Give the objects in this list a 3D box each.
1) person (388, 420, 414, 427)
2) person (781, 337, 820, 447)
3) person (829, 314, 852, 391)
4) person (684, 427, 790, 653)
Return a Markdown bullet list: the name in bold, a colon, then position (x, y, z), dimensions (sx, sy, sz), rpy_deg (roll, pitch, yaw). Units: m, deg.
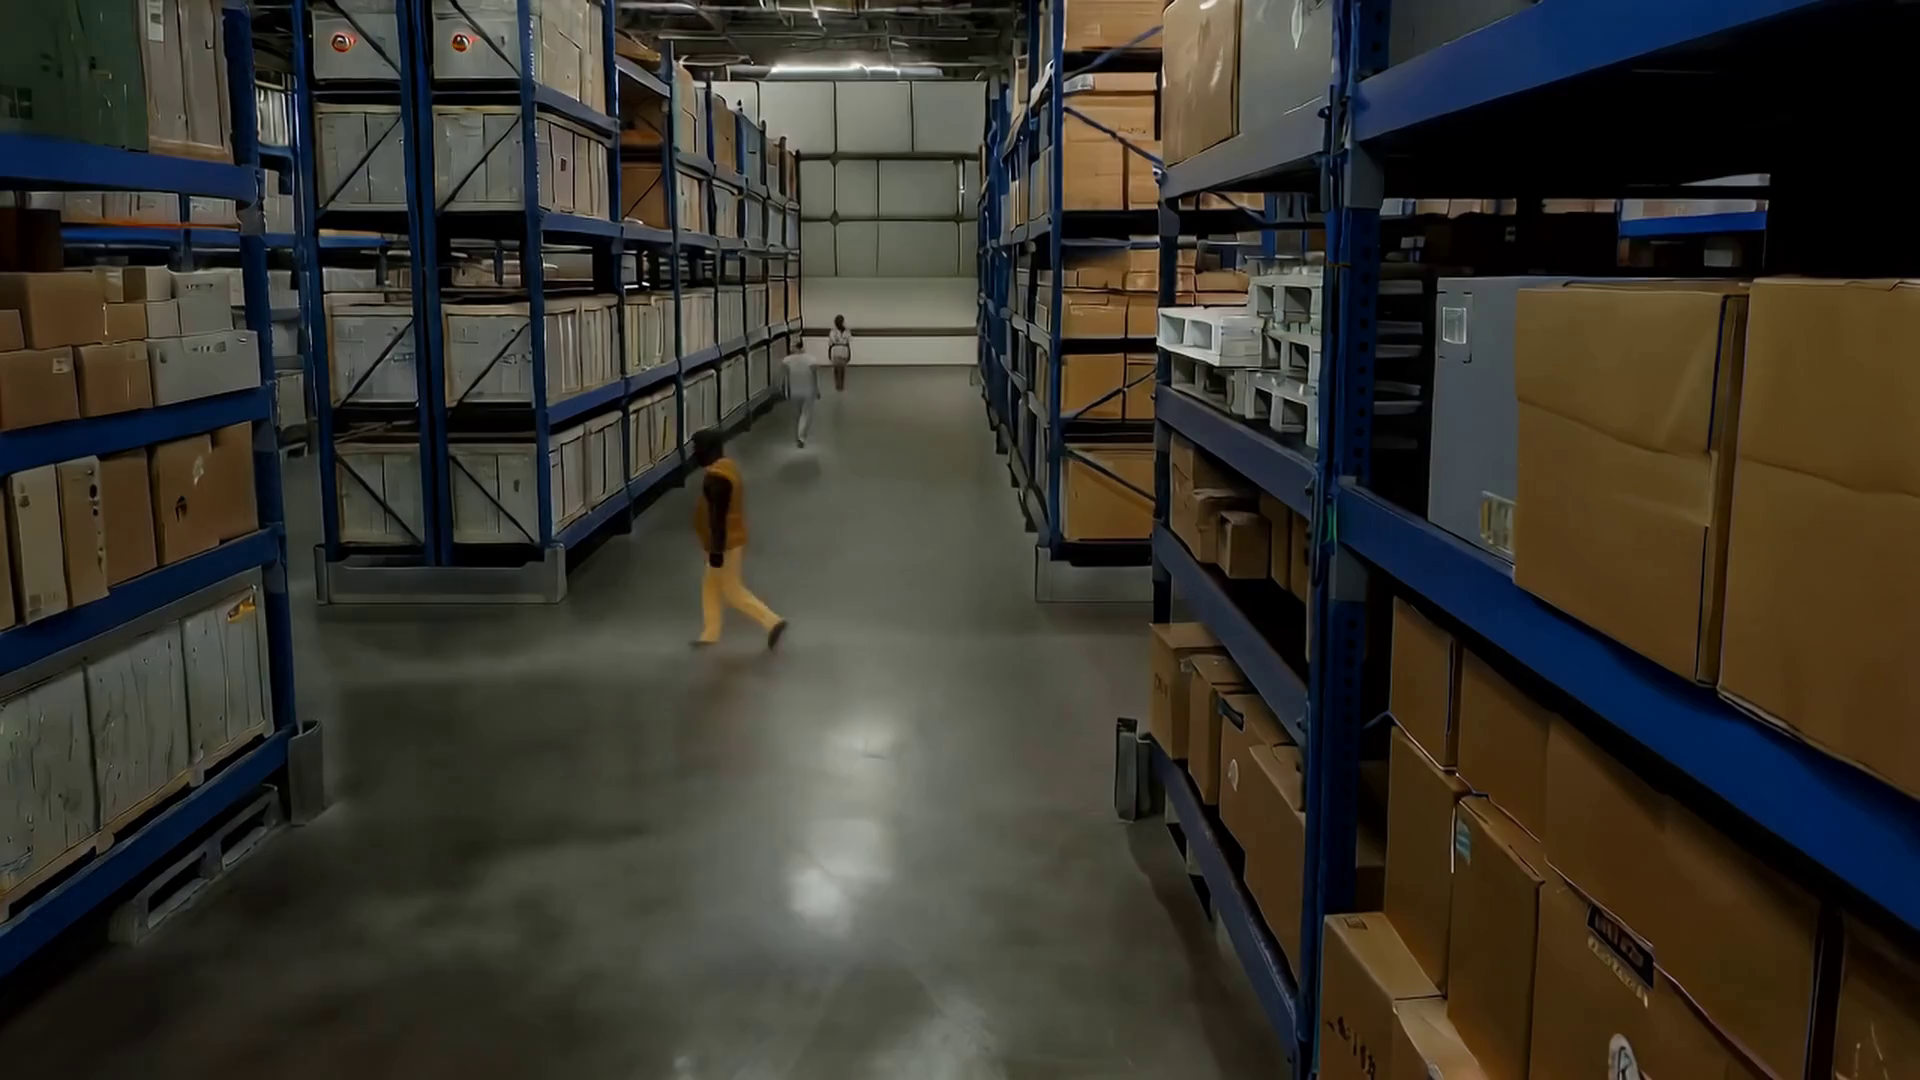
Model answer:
- **person**: position (-6.600, -1.140, 20.064), dimensions (0.560, 1.835, 0.395), rpy_deg (-6, 11, -34)
- **person**: position (-2.733, -2.526, 28.401), dimensions (0.645, 1.882, 0.768), rpy_deg (2, 9, 12)
- **person**: position (-2.967, -4.635, 41.196), dimensions (0.573, 1.923, 0.402), rpy_deg (-1, 9, -5)
- **person**: position (-1.754, 0.018, 13.022), dimensions (0.783, 1.817, 0.638), rpy_deg (-1, 9, -5)
